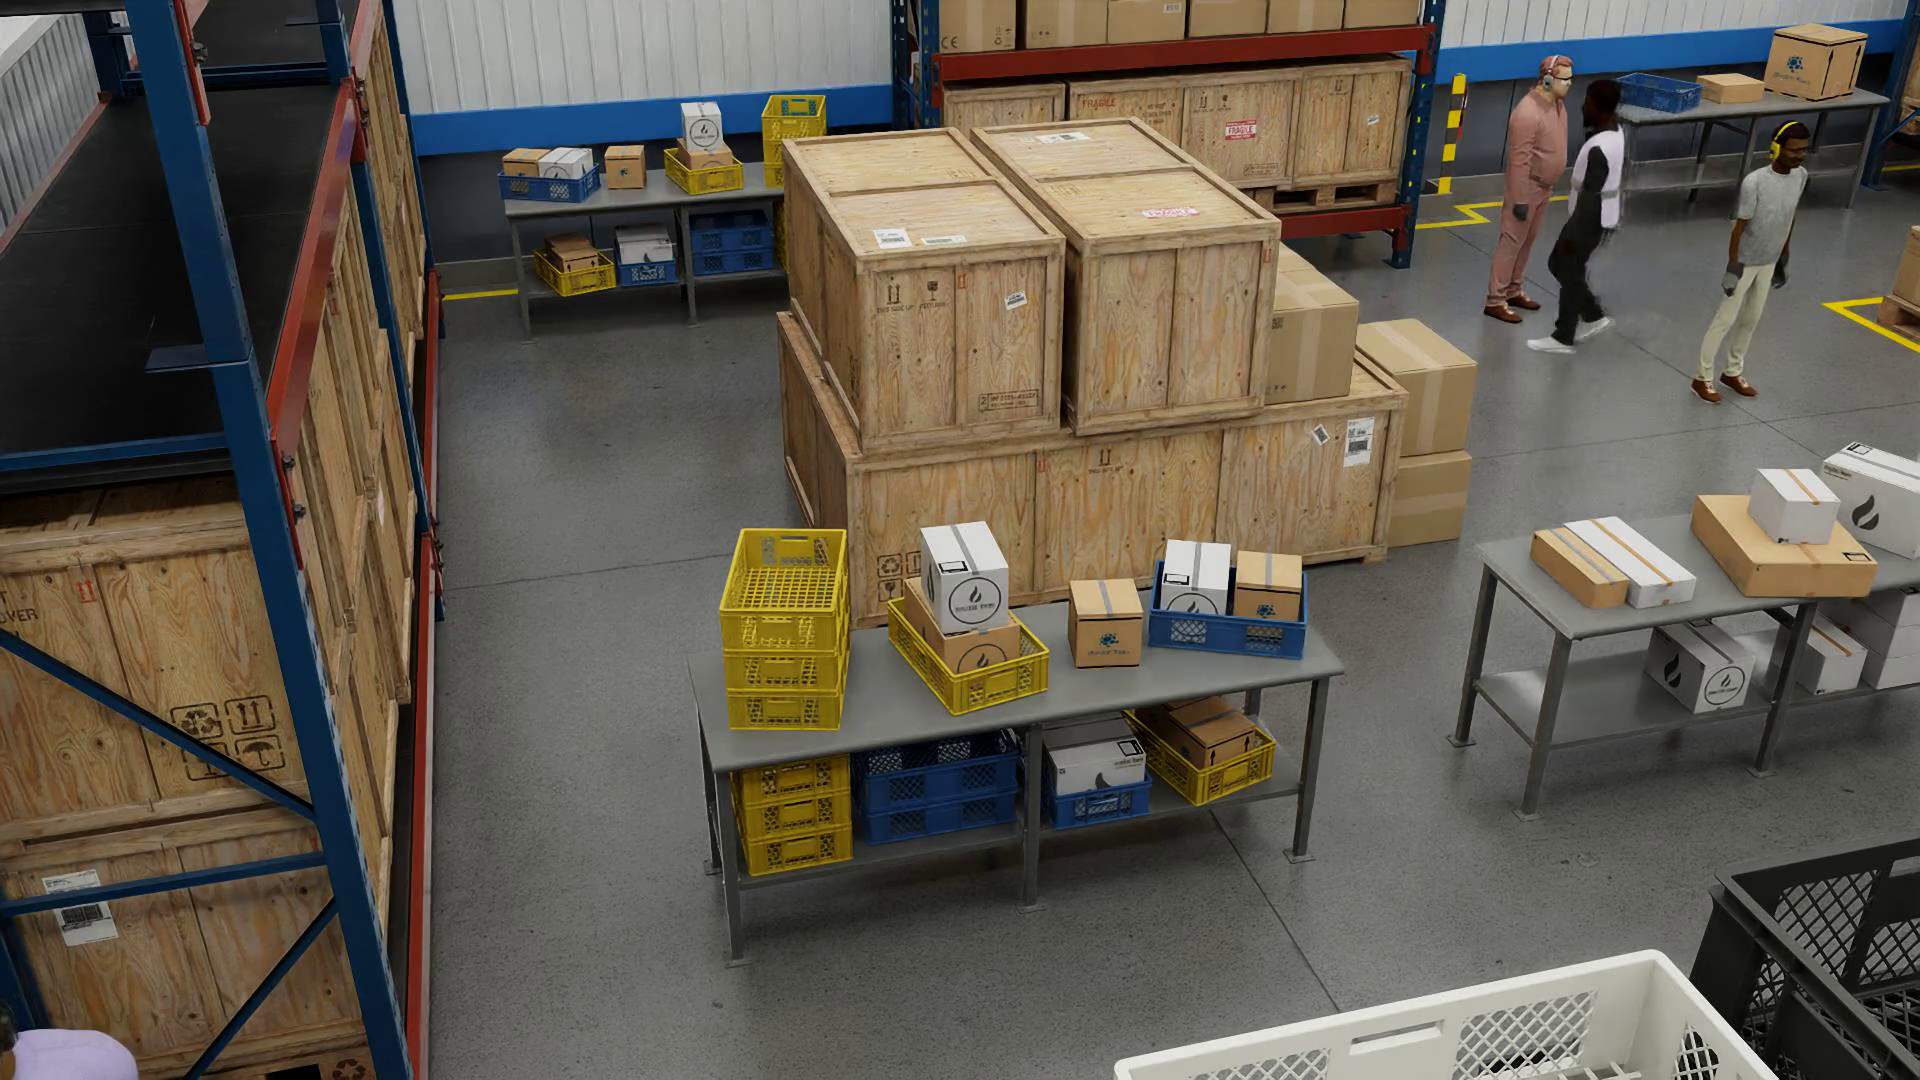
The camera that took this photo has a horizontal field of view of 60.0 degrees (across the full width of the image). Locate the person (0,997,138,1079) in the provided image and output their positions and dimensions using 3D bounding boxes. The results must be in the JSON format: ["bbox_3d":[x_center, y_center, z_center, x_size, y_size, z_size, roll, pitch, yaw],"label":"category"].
[{"bbox_3d":[-2.243,1.805,4.107,0.627,1.933,0.367,-17,33,-28],"label":"person"}]

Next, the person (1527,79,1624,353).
[{"bbox_3d":[4.272,-2.187,11.376,0.436,1.906,0.599,11,31,19],"label":"person"}]

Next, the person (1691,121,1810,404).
[{"bbox_3d":[5.120,-1.777,10.685,0.515,1.863,0.351,-11,31,-19],"label":"person"}]

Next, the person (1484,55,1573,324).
[{"bbox_3d":[4.141,-2.535,12.015,0.401,1.904,0.646,22,36,34],"label":"person"}]
